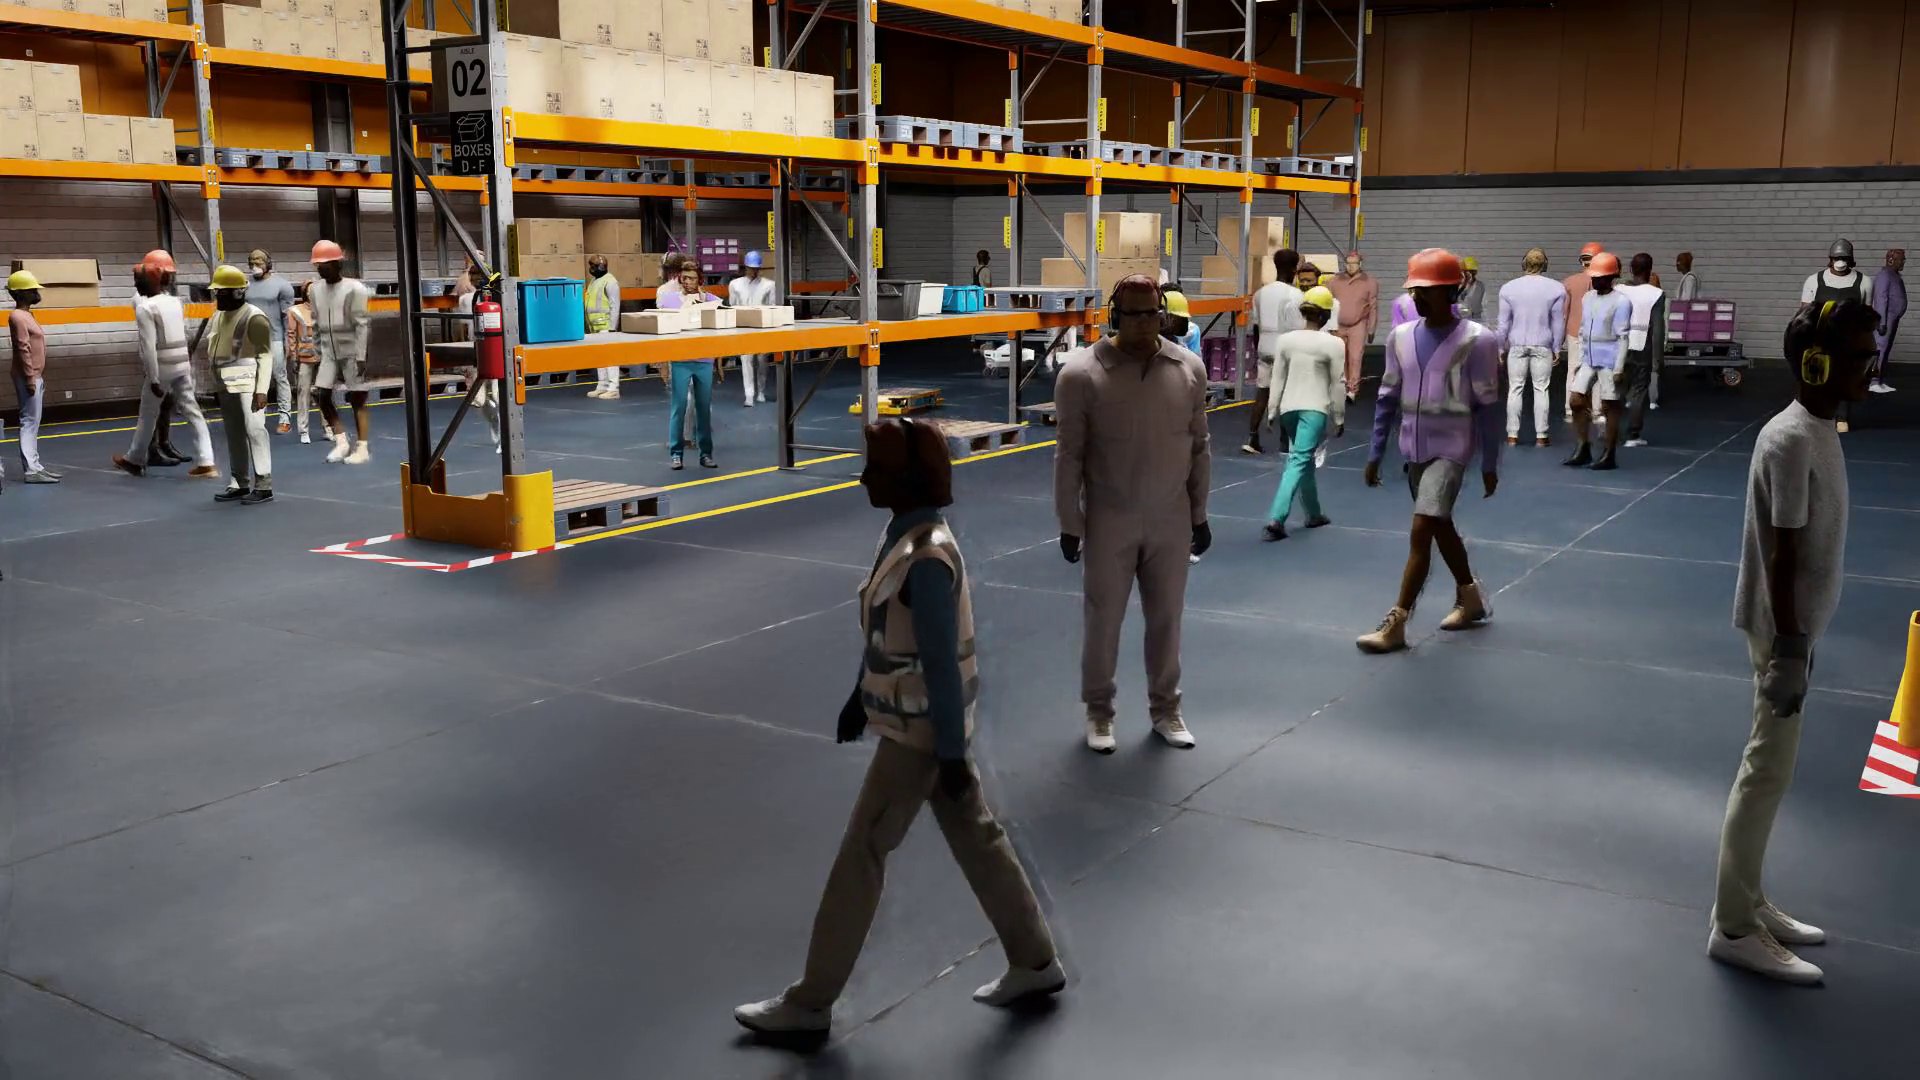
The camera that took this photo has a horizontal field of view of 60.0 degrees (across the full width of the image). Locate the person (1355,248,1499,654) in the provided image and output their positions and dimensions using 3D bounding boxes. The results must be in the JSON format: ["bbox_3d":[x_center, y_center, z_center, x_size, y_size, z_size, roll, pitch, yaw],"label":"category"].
[{"bbox_3d":[2.393,-0.461,8.358,1.062,1.990,0.628,-7,12,-35],"label":"person"}]

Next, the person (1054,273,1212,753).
[{"bbox_3d":[0.695,-0.099,6.598,0.652,1.896,0.402,-3,11,-15],"label":"person"}]

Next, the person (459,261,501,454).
[{"bbox_3d":[-4.486,-1.748,15.907,0.547,1.834,0.605,0,10,1],"label":"person"}]

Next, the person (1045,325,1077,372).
[{"bbox_3d":[1.641,-3.538,25.530,0.652,1.941,0.401,1,10,4],"label":"person"}]

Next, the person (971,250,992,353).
[{"bbox_3d":[0.407,-4.252,29.731,0.345,1.846,0.506,-9,14,-41],"label":"person"}]

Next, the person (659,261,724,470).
[{"bbox_3d":[-2.374,-1.548,14.767,0.564,1.838,0.391,-4,11,-21],"label":"person"}]

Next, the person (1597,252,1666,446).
[{"bbox_3d":[6.565,-1.848,16.251,0.554,1.903,0.597,-8,13,-36],"label":"person"}]

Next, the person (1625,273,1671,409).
[{"bbox_3d":[8.264,-2.389,20.029,0.497,1.626,0.288,6,12,29],"label":"person"}]

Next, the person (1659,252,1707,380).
[{"bbox_3d":[10.453,-3.249,24.209,0.973,1.831,0.602,3,11,18],"label":"person"}]

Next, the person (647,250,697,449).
[{"bbox_3d":[-2.743,-1.834,16.123,0.432,1.921,0.650,3,11,16],"label":"person"}]

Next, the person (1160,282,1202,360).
[{"bbox_3d":[1.618,-1.161,13.006,0.538,1.698,0.320,2,11,14],"label":"person"}]

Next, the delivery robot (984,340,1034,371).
[{"bbox_3d":[0.721,-2.685,24.354,0.707,0.478,0.477,-5,12,-25],"label":"delivery robot"}]

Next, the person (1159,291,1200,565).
[{"bbox_3d":[1.207,-0.728,10.552,0.499,1.711,0.777,-6,12,-32],"label":"person"}]

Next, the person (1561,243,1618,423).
[{"bbox_3d":[6.953,-2.286,18.435,0.612,1.991,0.391,5,11,25],"label":"person"}]

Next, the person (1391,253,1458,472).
[{"bbox_3d":[3.978,-1.487,14.232,0.578,1.910,0.450,3,11,16],"label":"person"}]

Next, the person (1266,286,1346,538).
[{"bbox_3d":[2.351,-0.880,11.415,0.533,1.715,0.939,9,14,42],"label":"person"}]

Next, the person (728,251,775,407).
[{"bbox_3d":[-2.536,-2.609,20.526,0.612,1.895,0.980,-1,10,-5],"label":"person"}]

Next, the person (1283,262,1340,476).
[{"bbox_3d":[3.069,-1.492,14.474,0.531,1.845,0.834,4,11,23],"label":"person"}]

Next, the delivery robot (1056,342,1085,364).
[{"bbox_3d":[1.739,-2.596,23.863,0.707,0.478,0.477,1,11,5],"label":"delivery robot"}]

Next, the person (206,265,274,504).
[{"bbox_3d":[-5.552,-1.188,12.795,0.603,1.828,0.404,6,12,30],"label":"person"}]

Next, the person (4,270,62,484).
[{"bbox_3d":[-7.751,-1.355,13.894,0.309,1.772,0.525,-4,11,-23],"label":"person"}]

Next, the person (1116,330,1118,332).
[{"bbox_3d":[2.304,-2.705,21.847,0.529,1.592,0.882,8,13,37],"label":"person"}]

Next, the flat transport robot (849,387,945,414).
[{"bbox_3d":[-0.730,-1.663,19.749,0.652,0.197,1.431,4,11,20],"label":"flat transport robot"}]

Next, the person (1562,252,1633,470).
[{"bbox_3d":[5.571,-1.552,14.566,0.604,1.912,0.569,-4,11,-23],"label":"person"}]

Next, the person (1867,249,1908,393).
[{"bbox_3d":[12.378,-2.916,22.162,0.402,1.906,0.652,9,13,40],"label":"person"}]

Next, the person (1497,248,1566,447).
[{"bbox_3d":[5.584,-1.875,16.302,0.629,1.940,0.379,4,11,23],"label":"person"}]

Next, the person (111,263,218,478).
[{"bbox_3d":[-6.796,-1.426,14.118,1.032,1.819,0.585,3,11,18],"label":"person"}]

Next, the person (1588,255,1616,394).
[{"bbox_3d":[8.436,-2.805,21.747,0.404,1.831,0.600,-8,13,-39],"label":"person"}]

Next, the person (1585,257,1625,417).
[{"bbox_3d":[7.418,-2.323,19.065,0.430,1.840,0.625,3,11,15],"label":"person"}]

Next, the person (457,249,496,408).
[{"bbox_3d":[-5.845,-2.561,20.186,0.411,1.910,0.643,-7,12,-33],"label":"person"}]

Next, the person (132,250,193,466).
[{"bbox_3d":[-7.167,-1.633,14.971,0.376,1.933,0.551,0,10,-2],"label":"person"}]

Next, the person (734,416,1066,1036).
[{"bbox_3d":[-0.116,0.476,4.250,0.875,1.593,0.515,-1,10,-3],"label":"person"}]

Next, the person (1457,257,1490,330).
[{"bbox_3d":[6.859,-2.901,22.390,0.625,1.785,0.902,-2,10,-11],"label":"person"}]

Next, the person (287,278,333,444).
[{"bbox_3d":[-6.457,-1.788,16.642,0.512,1.642,0.312,-9,14,-41],"label":"person"}]

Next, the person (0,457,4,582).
[{"bbox_3d":[-5.862,-0.653,9.654,0.592,1.887,0.658,-2,10,-10],"label":"person"}]

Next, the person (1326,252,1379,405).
[{"bbox_3d":[4.784,-2.605,20.567,0.649,1.862,0.971,5,11,27],"label":"person"}]

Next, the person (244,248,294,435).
[{"bbox_3d":[-7.242,-2.062,17.345,0.631,1.939,0.372,0,10,2],"label":"person"}]

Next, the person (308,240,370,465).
[{"bbox_3d":[-5.566,-1.669,14.938,0.644,2.020,0.502,2,10,13],"label":"person"}]

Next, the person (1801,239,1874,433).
[{"bbox_3d":[9.209,-2.145,17.517,0.681,2.000,0.538,5,11,24],"label":"person"}]

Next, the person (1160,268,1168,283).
[{"bbox_3d":[2.987,-3.634,26.081,0.594,1.924,0.381,4,11,20],"label":"person"}]

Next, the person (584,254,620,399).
[{"bbox_3d":[-4.585,-2.727,21.300,0.429,1.839,0.634,-8,13,-37],"label":"person"}]

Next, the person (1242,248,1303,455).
[{"bbox_3d":[2.994,-1.765,15.681,0.436,1.969,0.629,-7,12,-33],"label":"person"}]

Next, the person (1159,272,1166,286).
[{"bbox_3d":[2.666,-3.219,23.861,0.621,1.903,0.504,2,11,13],"label":"person"}]

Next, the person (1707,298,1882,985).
[{"bbox_3d":[2.314,0.269,4.620,0.309,1.868,0.535,6,12,28],"label":"person"}]
